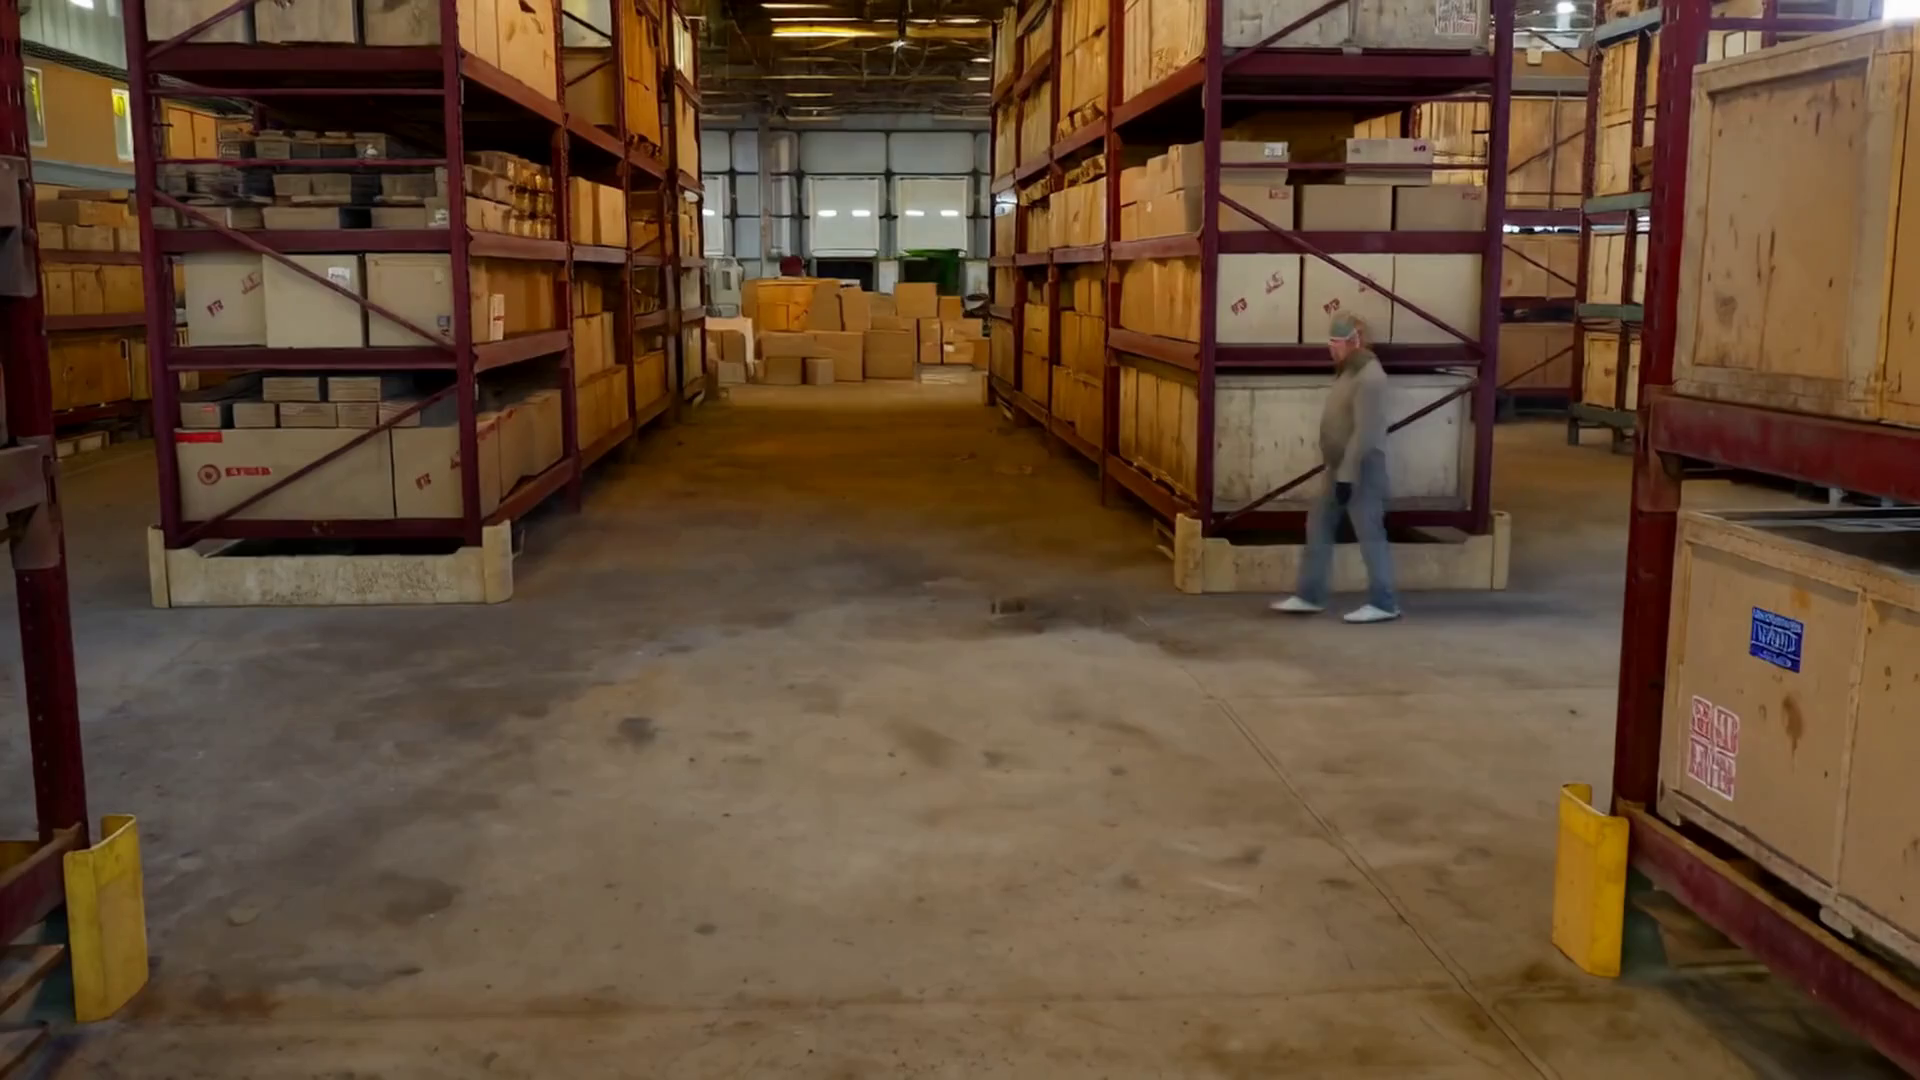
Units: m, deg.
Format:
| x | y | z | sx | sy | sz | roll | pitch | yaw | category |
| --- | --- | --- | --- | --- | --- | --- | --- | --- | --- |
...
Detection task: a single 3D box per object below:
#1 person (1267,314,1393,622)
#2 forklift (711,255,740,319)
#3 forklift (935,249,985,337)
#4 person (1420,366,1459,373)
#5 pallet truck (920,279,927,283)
| x | y | z | sx | sy | sz | roll | pitch | yaw | category |
| --- | --- | --- | --- | --- | --- | --- | --- | --- | --- |
| 2.271 | -0.422 | 10.104 | 0.854 | 1.873 | 0.670 | 0 | 9 | -2 | person |
| -8.400 | -8.786 | 59.500 | 1.129 | 2.768 | 1.873 | -1 | 9 | -4 | forklift |
| -0.337 | -6.664 | 46.173 | 1.873 | 2.768 | 1.129 | -5 | 10 | -28 | forklift |
| 4.269 | -1.108 | 15.031 | 0.330 | 1.687 | 0.576 | -6 | 11 | -34 | person |
| -0.932 | -8.922 | 63.114 | 1.885 | 1.965 | 0.823 | 2 | 9 | 13 | pallet truck |
